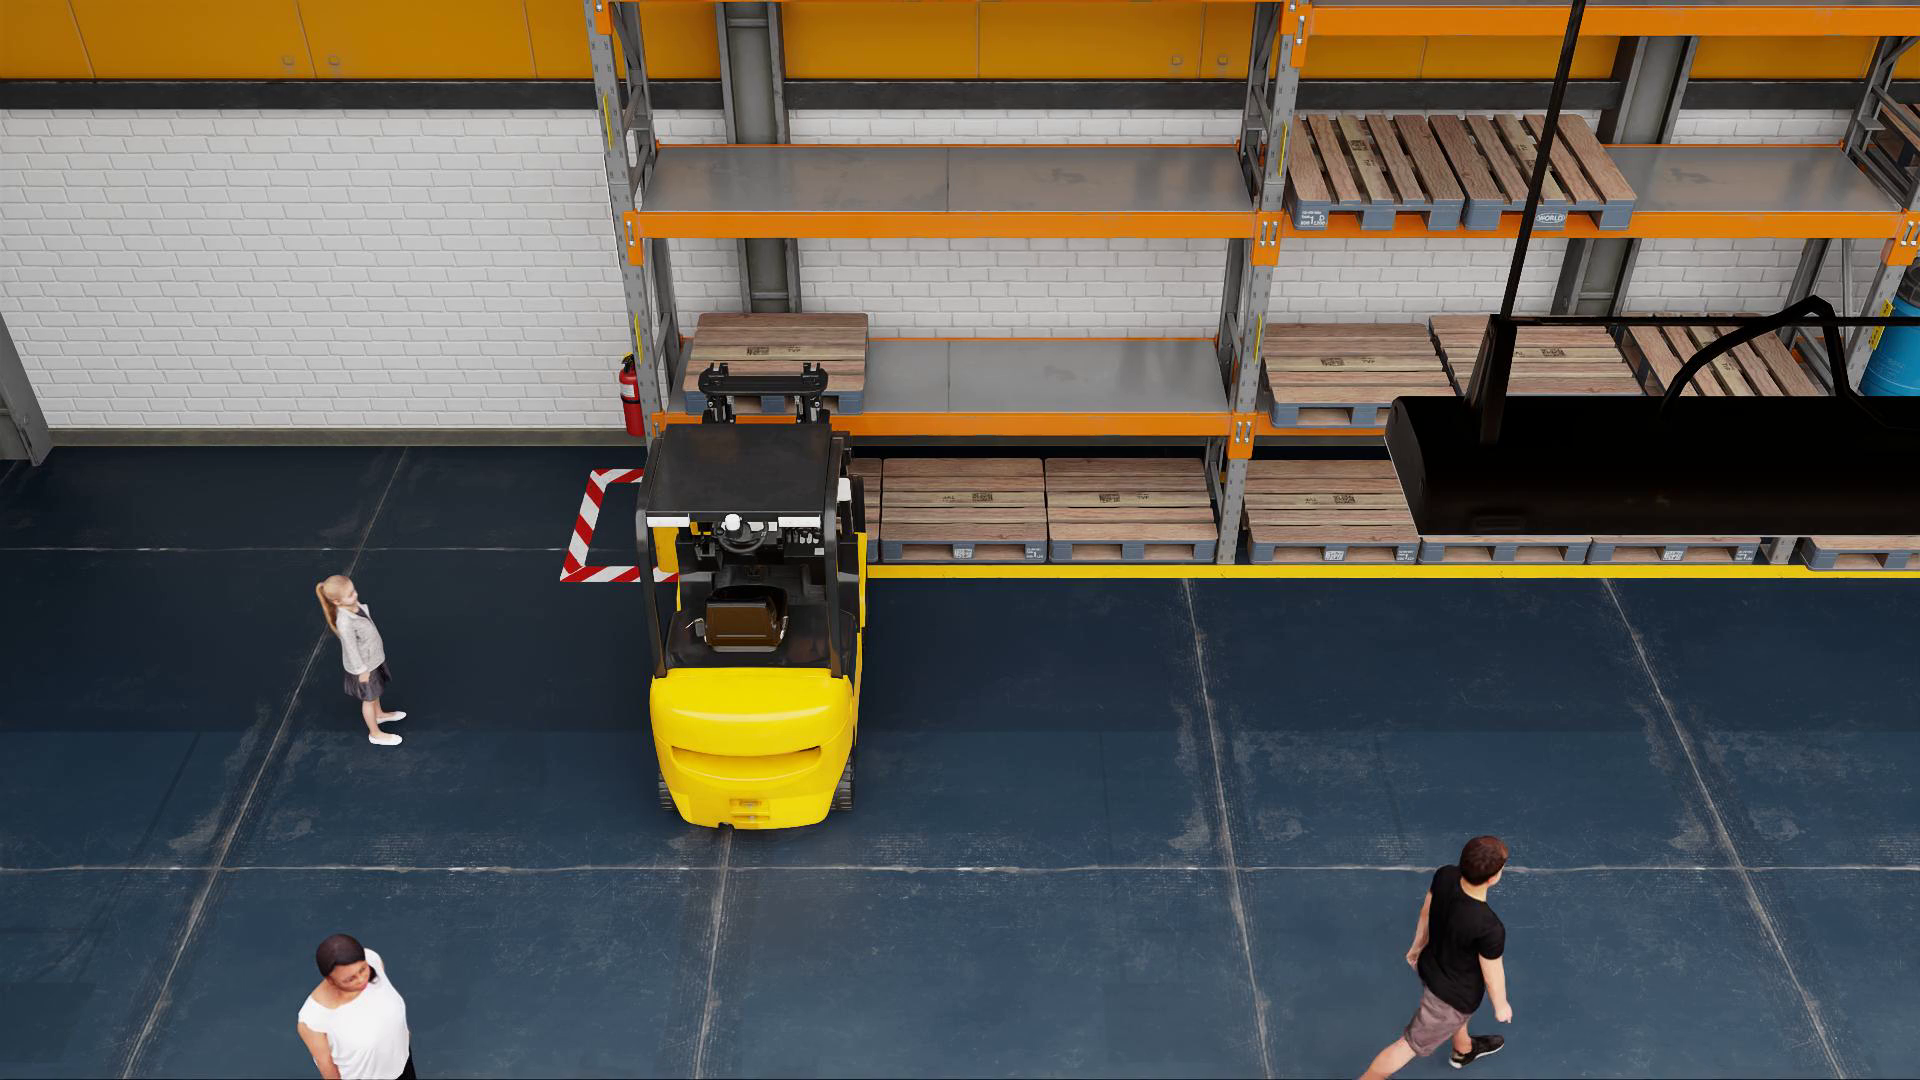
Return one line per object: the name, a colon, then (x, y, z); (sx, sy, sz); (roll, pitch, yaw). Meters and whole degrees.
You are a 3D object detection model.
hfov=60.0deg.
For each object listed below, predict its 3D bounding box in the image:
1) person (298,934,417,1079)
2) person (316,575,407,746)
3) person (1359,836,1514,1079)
person: (-2.759, 2.434, 7.837); (0.742, 1.687, 0.746); (15, 41, 18)
person: (-3.710, 0.723, 10.309); (0.546, 1.276, 0.528); (-5, 39, -6)
person: (2.298, 2.157, 8.078); (1.268, 1.820, 0.844); (-8, 39, -10)
